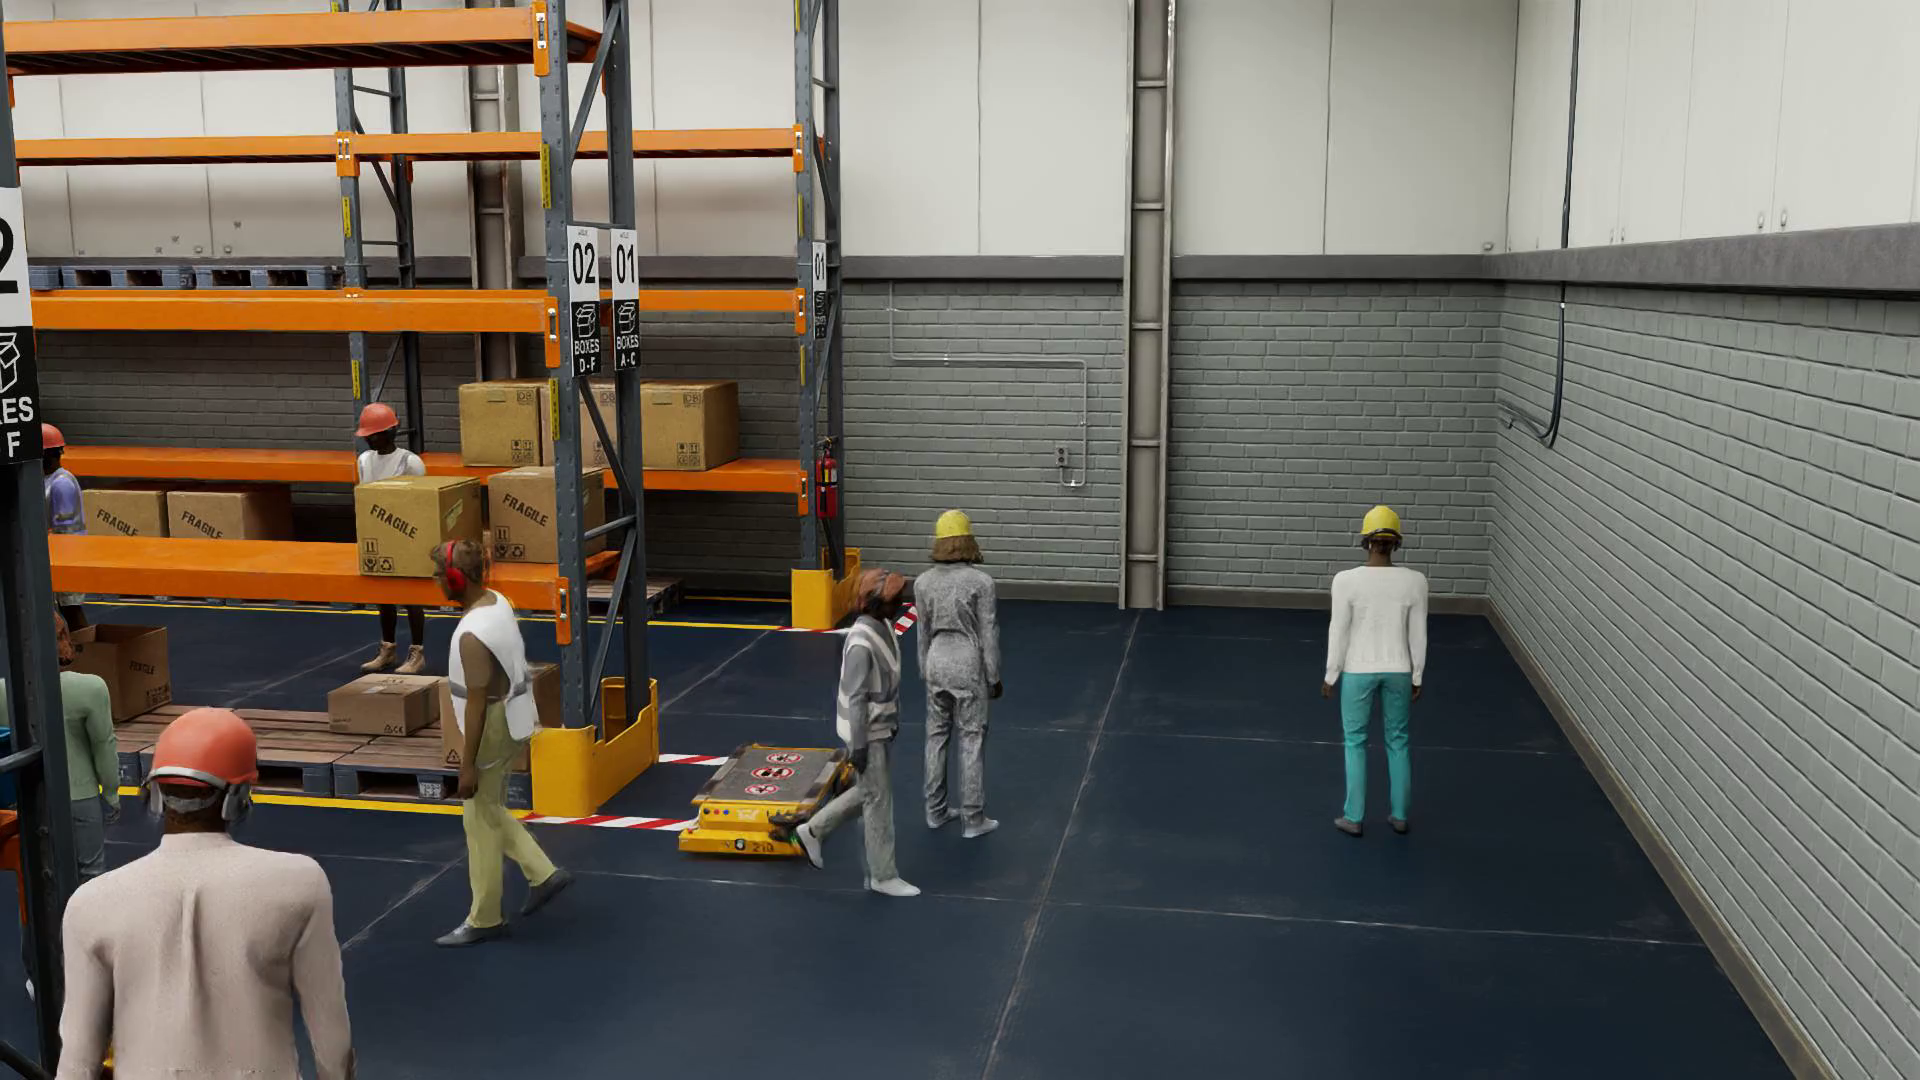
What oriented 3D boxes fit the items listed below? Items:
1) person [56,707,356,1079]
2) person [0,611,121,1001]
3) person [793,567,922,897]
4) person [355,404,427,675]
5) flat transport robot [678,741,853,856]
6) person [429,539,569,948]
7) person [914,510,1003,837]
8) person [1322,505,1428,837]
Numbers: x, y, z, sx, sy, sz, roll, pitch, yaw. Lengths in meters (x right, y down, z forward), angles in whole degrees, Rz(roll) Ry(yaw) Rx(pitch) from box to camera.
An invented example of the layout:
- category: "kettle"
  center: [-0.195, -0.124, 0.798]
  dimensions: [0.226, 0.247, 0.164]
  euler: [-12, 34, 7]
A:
- category: "person"
  center: [-1.801, 1.395, 3.981]
  dimensions: [0.669, 1.941, 1.022]
  euler: [-3, 10, -16]
- category: "person"
  center: [-3.727, 1.080, 6.845]
  dimensions: [0.500, 1.633, 0.282]
  euler: [-3, 10, -20]
- category: "person"
  center: [-0.499, 0.910, 7.929]
  dimensions: [0.577, 1.618, 0.554]
  euler: [1, 9, 9]
- category: "person"
  center: [-4.212, 0.007, 12.273]
  dimensions: [0.610, 2.030, 0.408]
  euler: [4, 10, 25]
- category: "flat transport robot"
  center: [-1.034, 1.392, 9.125]
  dimensions: [0.652, 0.197, 1.431]
  euler: [1, 9, 7]
- category: "person"
  center: [-2.084, 0.891, 7.425]
  dimensions: [0.477, 1.825, 0.649]
  euler: [-1, 9, -9]
- category: "person"
  center: [0.005, 0.706, 8.875]
  dimensions: [0.529, 1.729, 0.333]
  euler: [6, 11, 32]
- category: "person"
  center: [2.203, 0.695, 8.833]
  dimensions: [0.534, 1.766, 0.328]
  euler: [-1, 9, -5]
